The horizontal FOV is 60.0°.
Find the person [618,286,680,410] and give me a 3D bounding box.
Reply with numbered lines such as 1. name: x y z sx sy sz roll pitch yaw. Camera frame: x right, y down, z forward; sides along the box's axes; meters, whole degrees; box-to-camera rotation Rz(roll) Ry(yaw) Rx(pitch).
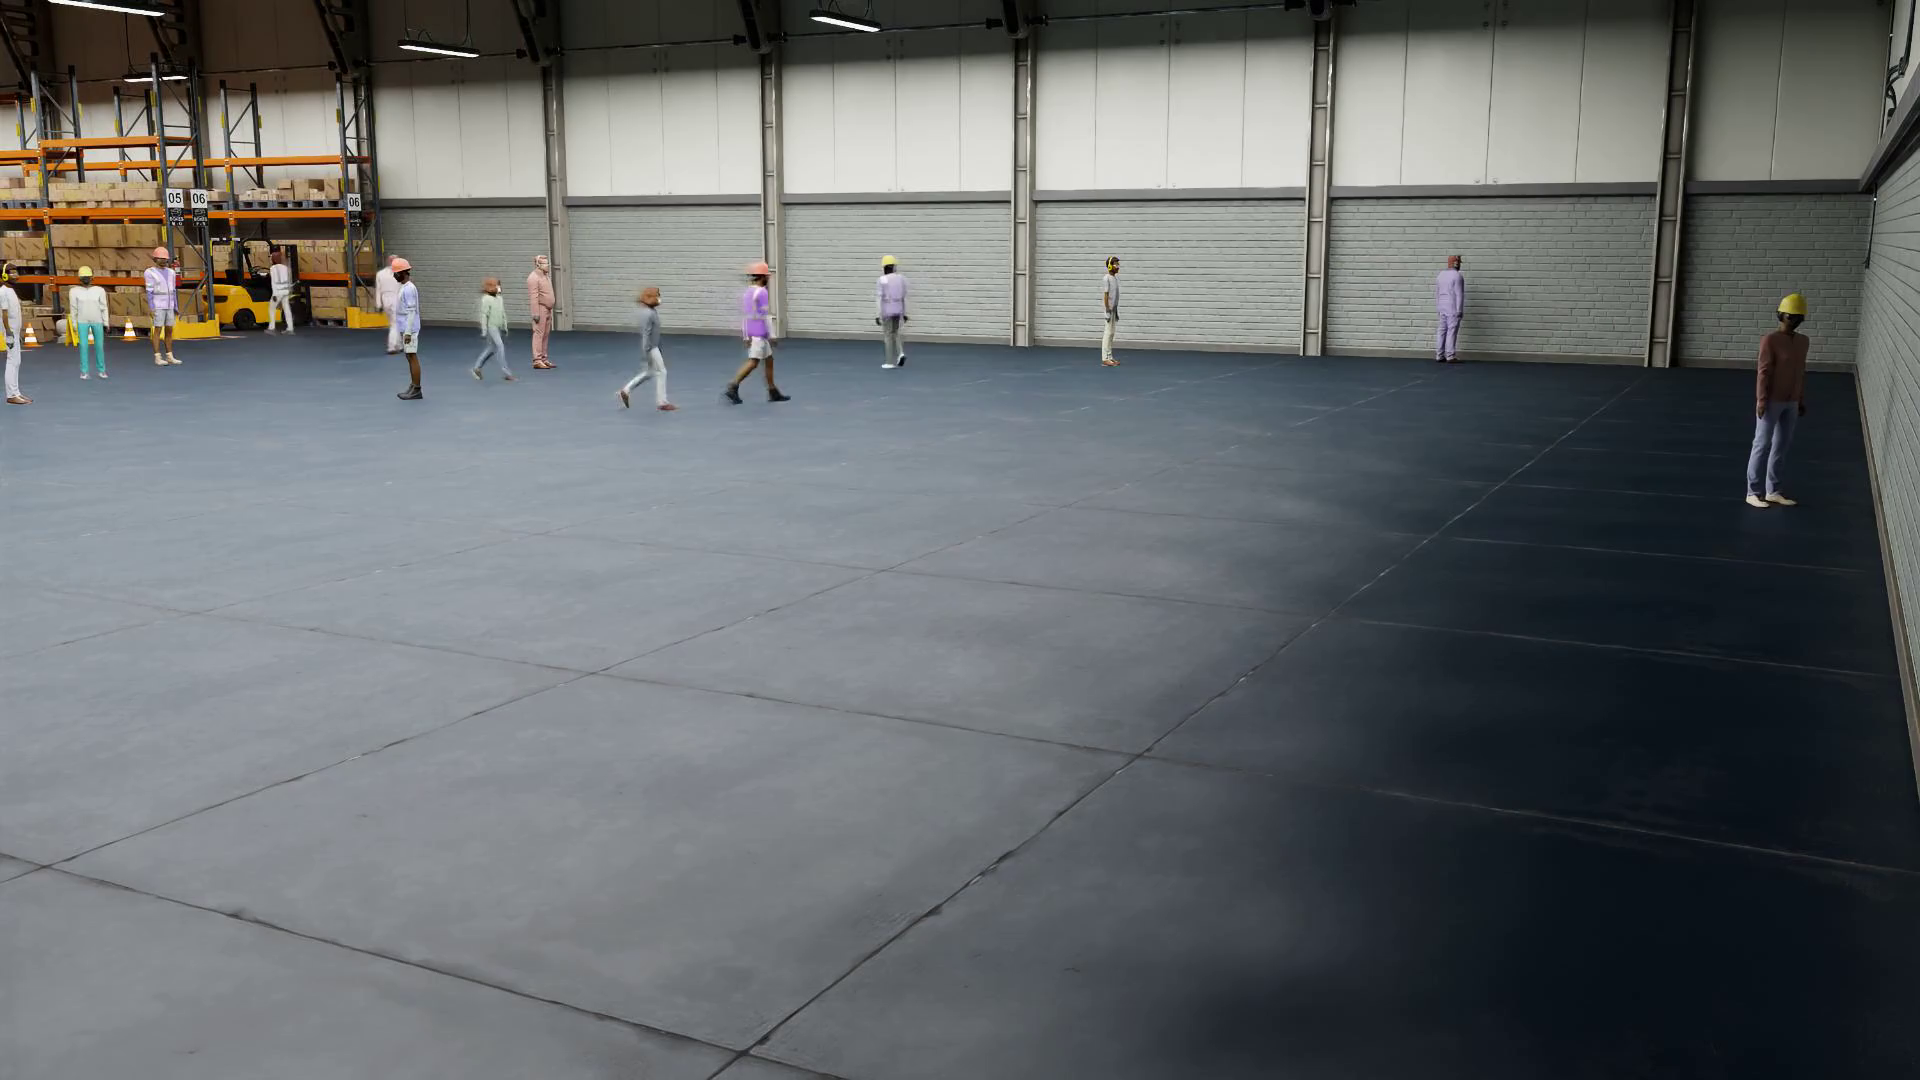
1. person: -4.014 -2.452 21.310 0.716 1.601 0.498 -1 10 -7

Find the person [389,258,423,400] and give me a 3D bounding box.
1. person: -7.591 -2.888 22.800 0.369 1.929 0.542 -4 11 -21

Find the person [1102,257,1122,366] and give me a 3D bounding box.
1. person: 2.624 -3.942 28.705 0.328 1.872 0.514 4 11 21

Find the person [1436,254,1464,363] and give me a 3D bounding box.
1. person: 8.652 -4.061 29.255 0.400 1.907 0.644 -4 11 -20

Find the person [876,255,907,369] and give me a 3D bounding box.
1. person: -1.169 -3.839 28.018 0.616 1.913 0.411 -8 13 -37

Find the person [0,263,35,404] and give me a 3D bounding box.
1. person: -12.613 -2.742 22.163 0.312 1.869 0.537 -4 11 -19

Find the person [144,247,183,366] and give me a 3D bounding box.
1. person: -13.753 -4.035 28.752 0.394 2.040 0.609 4 11 23

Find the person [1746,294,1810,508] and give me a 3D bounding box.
1. person: 6.794 -1.144 13.736 0.528 1.765 0.328 -4 11 -23

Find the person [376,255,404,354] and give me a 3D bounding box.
1. person: -10.688 -4.475 31.636 0.667 1.854 0.986 2 11 11

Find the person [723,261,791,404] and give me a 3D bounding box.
1. person: -2.754 -2.771 22.266 0.951 1.903 0.554 -5 11 -24

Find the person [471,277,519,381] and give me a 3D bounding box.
1. person: -7.245 -3.262 25.729 0.815 1.600 0.507 3 11 14

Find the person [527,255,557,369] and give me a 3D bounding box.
1. person: -7.028 -3.839 28.047 0.402 1.906 0.652 1 10 6

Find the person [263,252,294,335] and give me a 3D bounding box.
1. person: -15.486 -5.575 37.653 0.859 1.847 0.600 3 11 17

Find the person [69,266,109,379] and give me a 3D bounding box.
1. person: -13.640 -3.407 26.072 0.532 1.767 0.325 -7 12 -33
